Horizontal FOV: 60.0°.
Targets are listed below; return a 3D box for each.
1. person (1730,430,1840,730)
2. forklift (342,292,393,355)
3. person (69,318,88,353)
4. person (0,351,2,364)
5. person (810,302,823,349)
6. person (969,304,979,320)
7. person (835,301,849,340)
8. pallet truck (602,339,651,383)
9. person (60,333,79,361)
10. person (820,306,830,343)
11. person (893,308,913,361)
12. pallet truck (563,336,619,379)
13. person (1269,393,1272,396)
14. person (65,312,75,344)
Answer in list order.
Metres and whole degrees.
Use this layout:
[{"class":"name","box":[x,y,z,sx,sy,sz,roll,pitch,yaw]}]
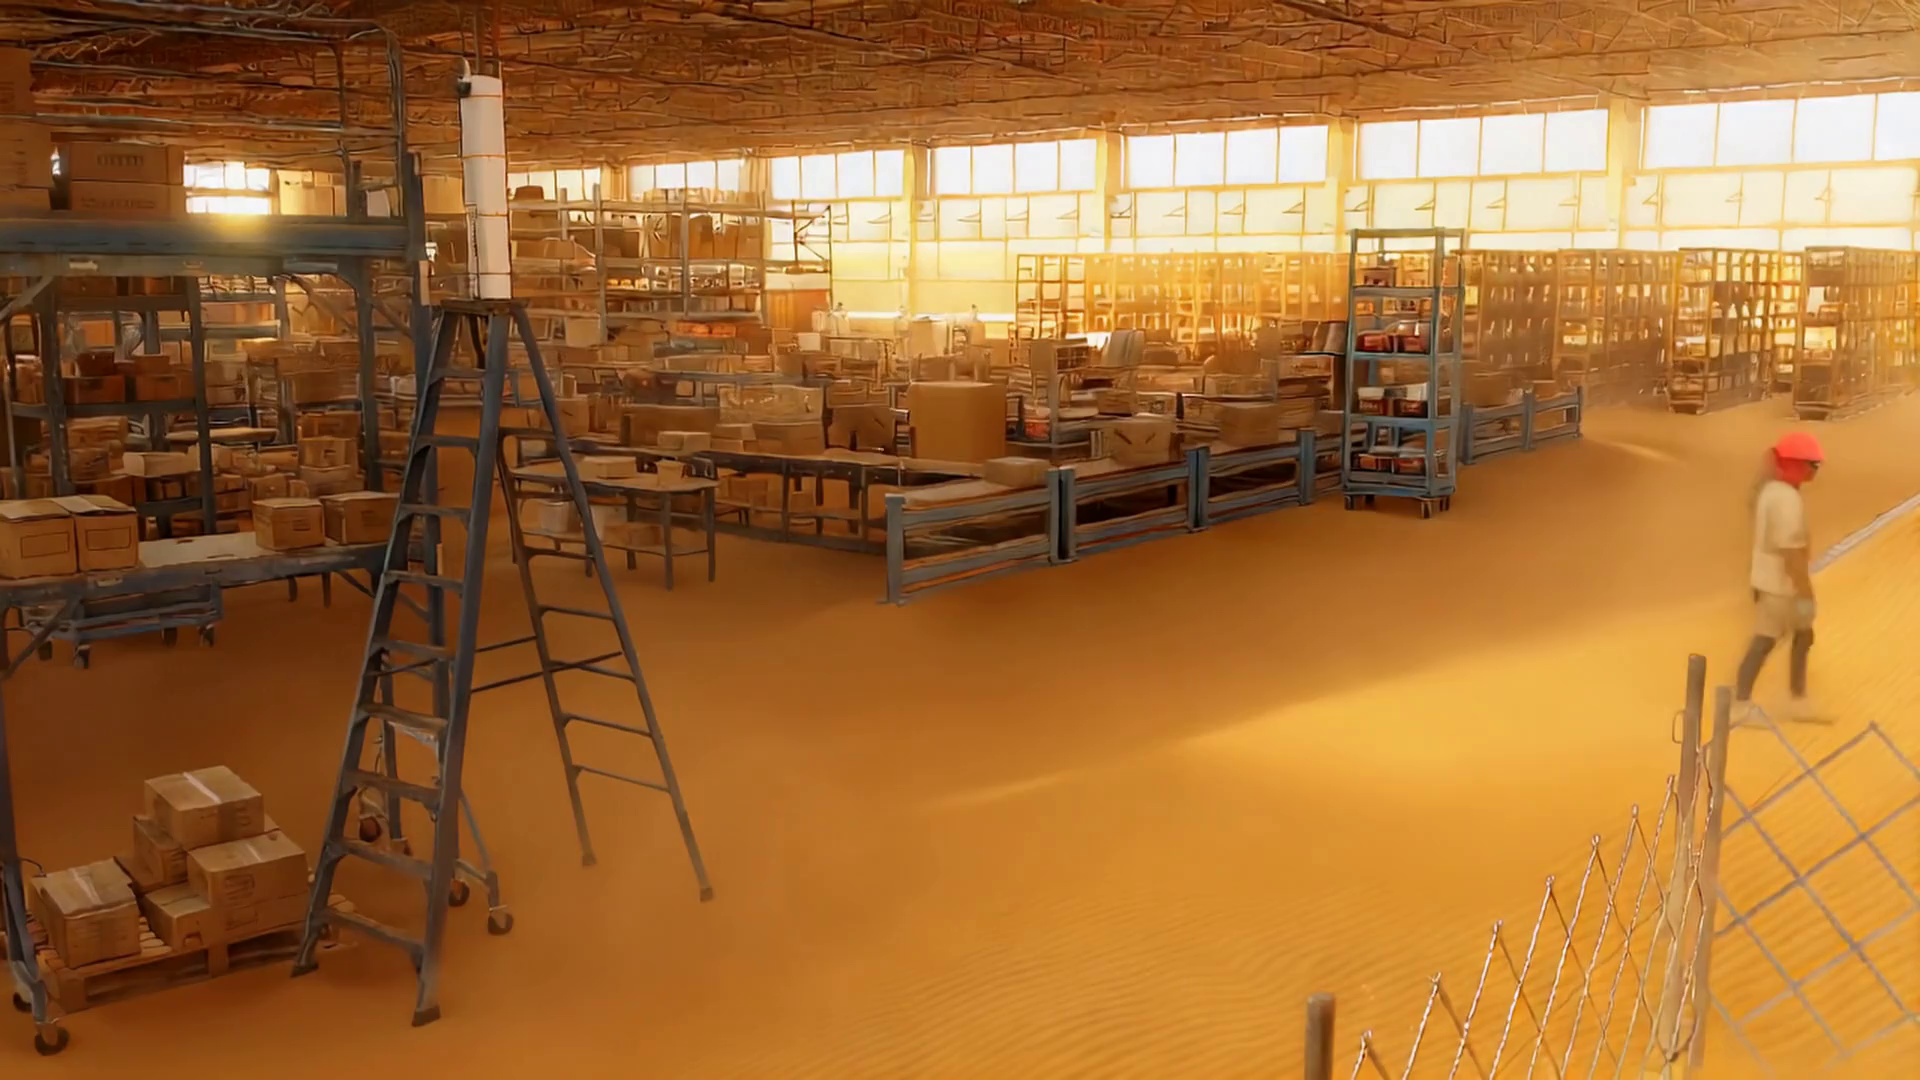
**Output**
[{"class":"person","box":[5.510,0.291,10.902,0.843,2.009,0.627,3,10,19]},{"class":"forklift","box":[-16.485,-5.622,45.120,1.129,2.768,1.873,7,11,37]},{"class":"person","box":[-22.720,-4.759,42.852,0.996,1.882,0.619,-5,10,-26]},{"class":"person","box":[-28.557,-5.731,48.998,1.012,1.863,0.657,1,9,6]},{"class":"person","box":[-5.639,-8.346,65.092,0.575,1.925,0.462,7,11,37]},{"class":"person","box":[0.521,-8.817,68.418,0.922,1.809,0.634,2,9,12]},{"class":"person","box":[-4.535,-8.142,63.600,0.609,1.996,0.379,-6,11,-32]},{"class":"pallet truck","box":[-8.991,-4.871,45.351,0.653,1.274,1.630,7,11,37]},{"class":"person","box":[-21.189,-4.116,39.603,0.341,1.620,0.520,7,11,37]},{"class":"person","box":[-5.480,-8.529,66.845,0.531,1.726,0.870,7,11,35]},{"class":"person","box":[-1.875,-6.786,55.438,0.608,1.890,1.004,-4,10,-22]},{"class":"pallet truck","box":[-10.690,-5.294,48.215,1.601,1.201,0.680,-5,10,-26]},{"class":"person","box":[7.996,-4.432,41.045,0.599,1.808,0.812,-8,12,-43]},{"class":"person","box":[-29.862,-6.845,56.090,0.600,1.808,0.697,8,12,42]}]
